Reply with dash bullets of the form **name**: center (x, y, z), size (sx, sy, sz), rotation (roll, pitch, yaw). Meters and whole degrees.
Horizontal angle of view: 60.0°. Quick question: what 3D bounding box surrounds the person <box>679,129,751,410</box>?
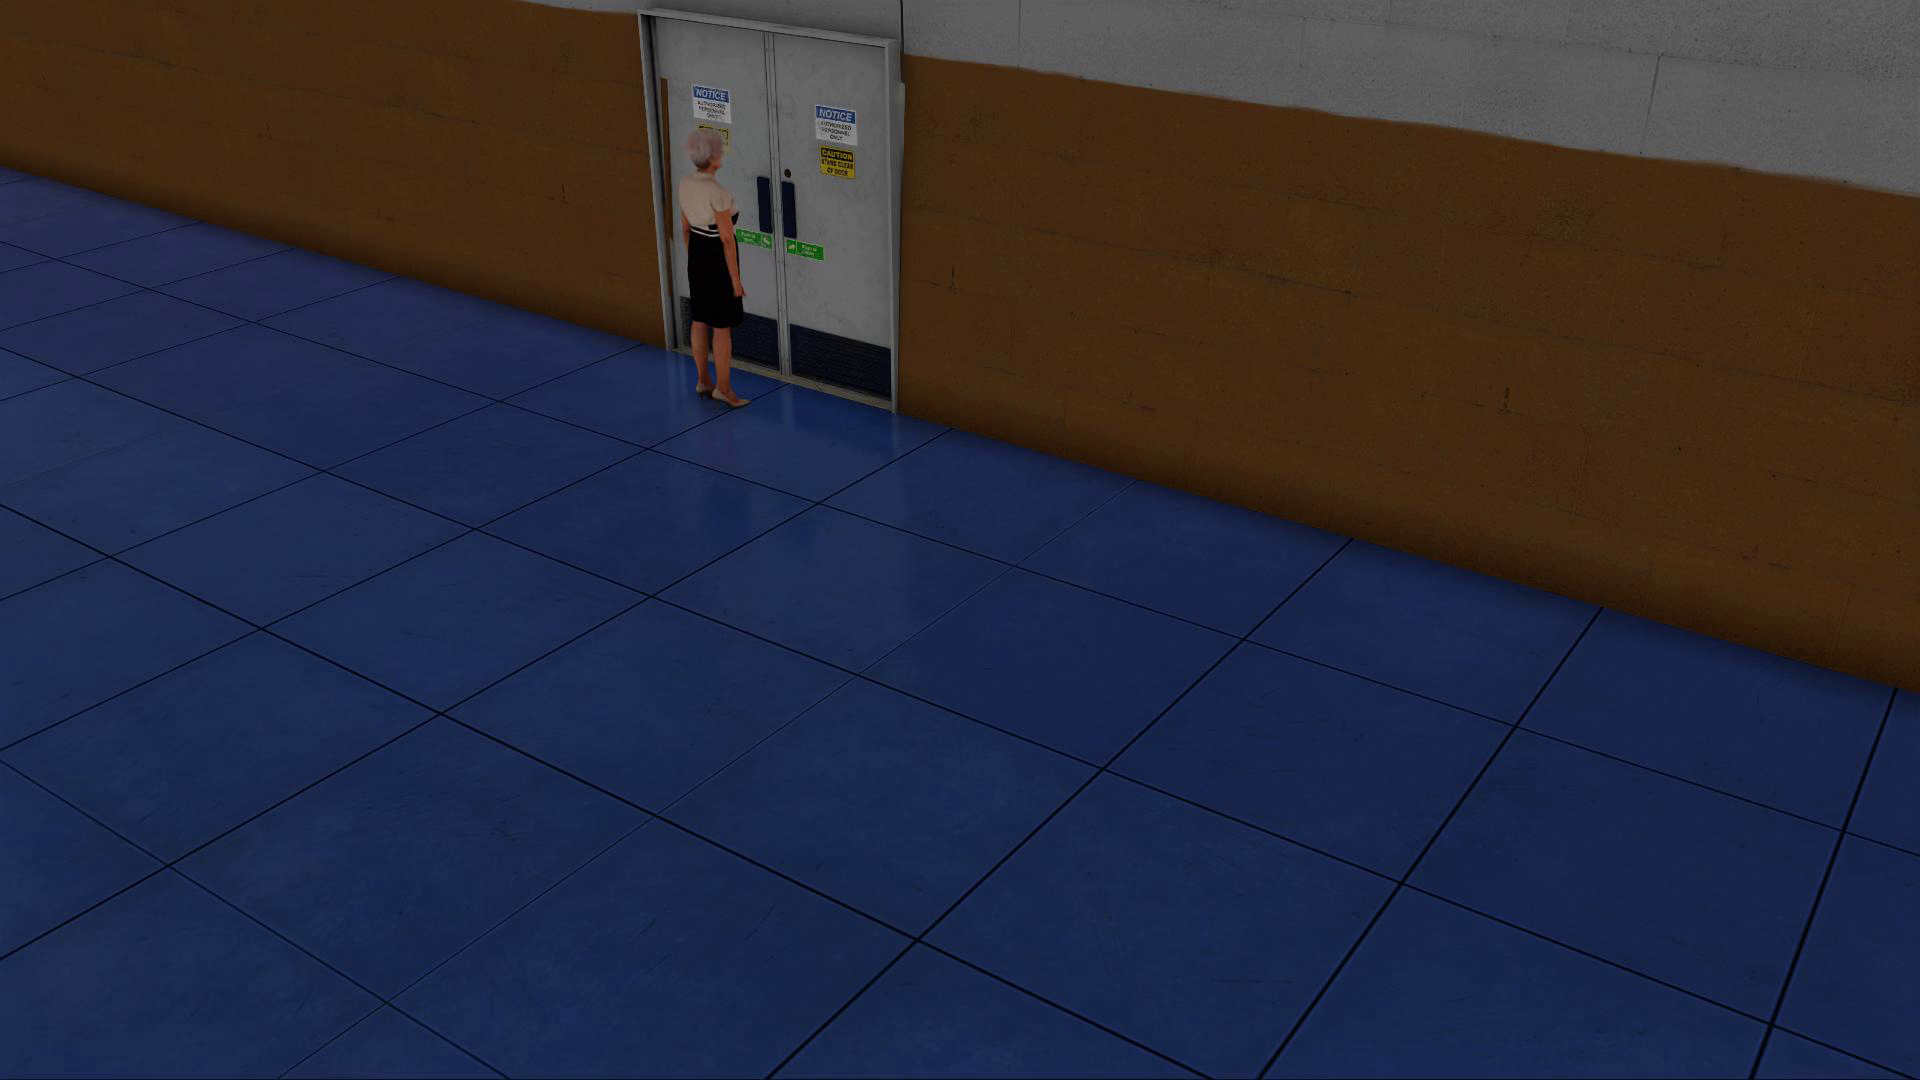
- **person**: center (-1.553, -1.671, 10.366), size (0.598, 1.752, 0.682), rotation (-23, 35, -38)
